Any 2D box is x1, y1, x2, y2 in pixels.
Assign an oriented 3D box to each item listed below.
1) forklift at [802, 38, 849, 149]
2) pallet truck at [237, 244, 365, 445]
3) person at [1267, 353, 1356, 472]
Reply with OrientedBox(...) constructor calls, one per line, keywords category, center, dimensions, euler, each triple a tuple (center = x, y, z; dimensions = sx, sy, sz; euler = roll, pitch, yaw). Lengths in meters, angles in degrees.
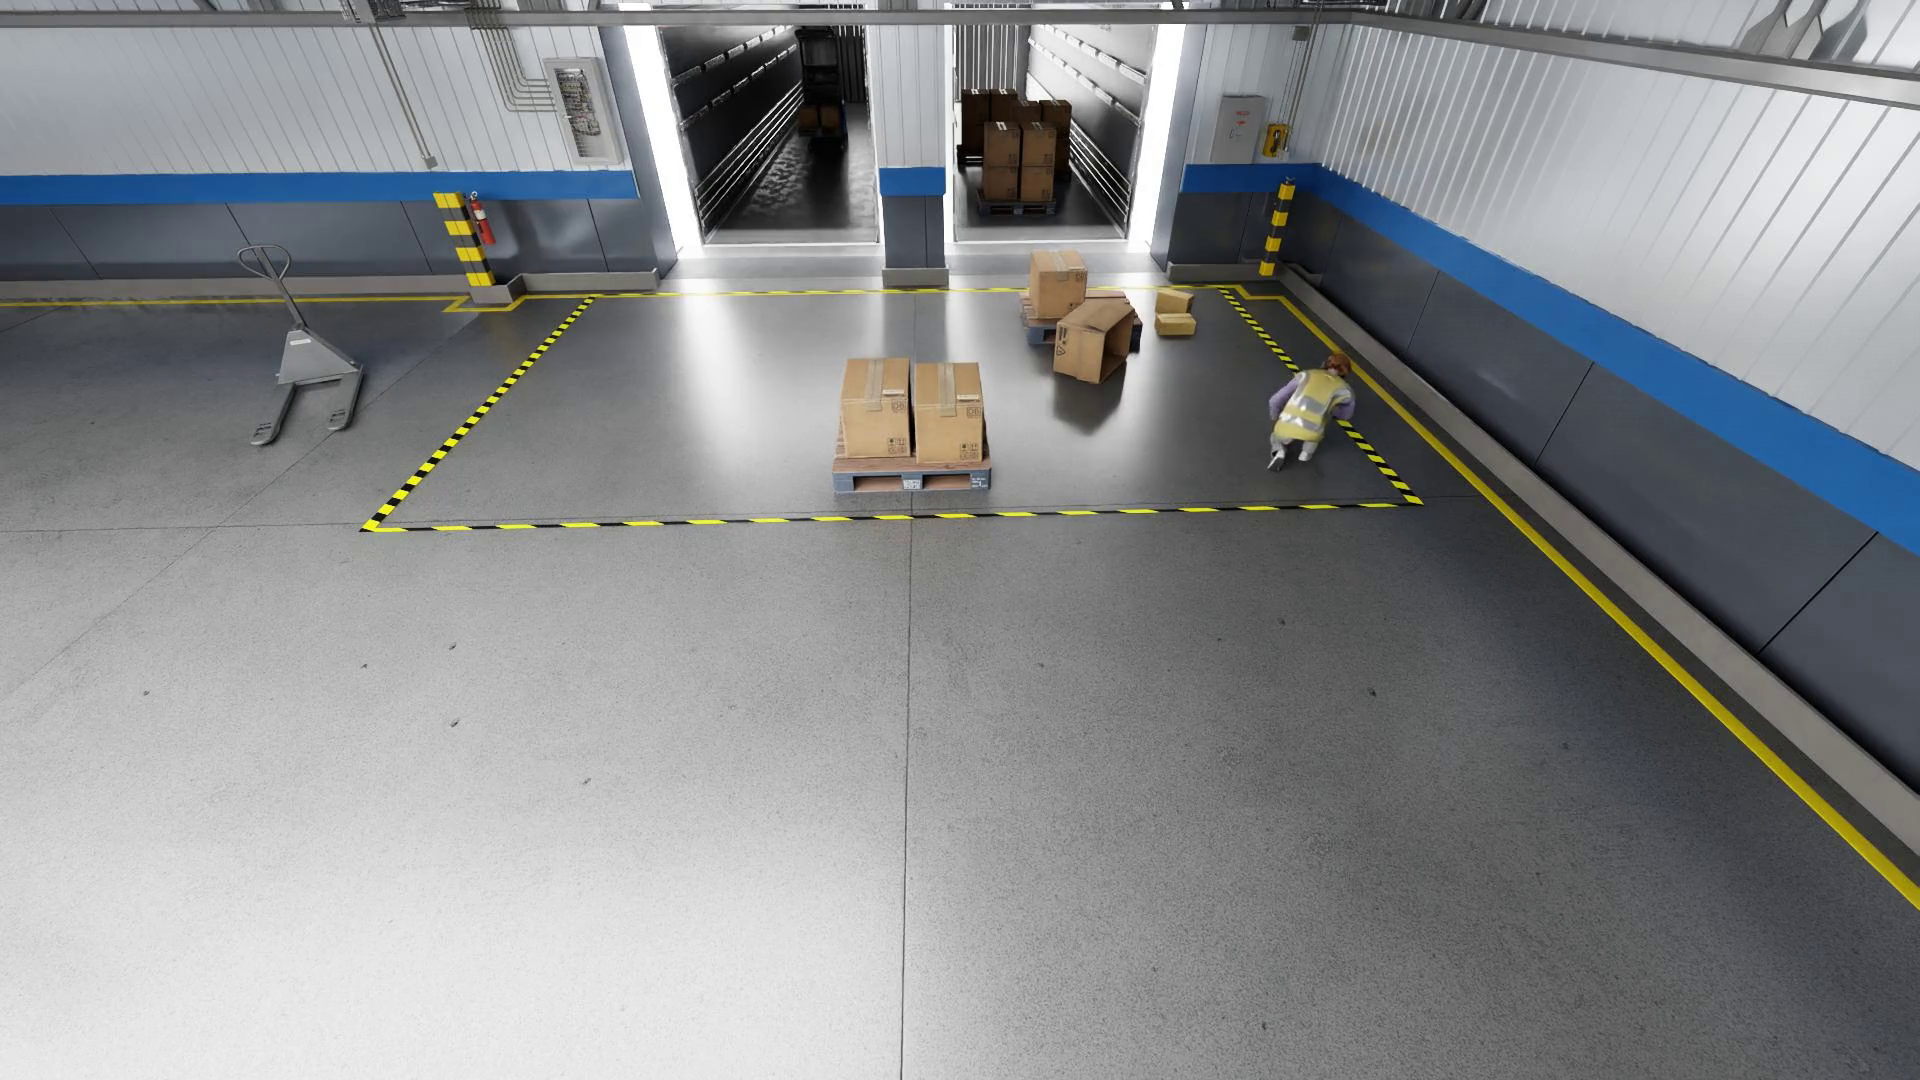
OrientedBox(category="forklift", center=(-2.868, -9.593, 15.626), dimensions=(0.716, 2.013, 0.776), euler=(-1, 38, -1))
OrientedBox(category="pallet truck", center=(-5.915, -1.733, 6.366), dimensions=(0.680, 1.201, 1.601), euler=(-18, 42, -21))
OrientedBox(category="person", center=(2.754, -0.996, 5.832), dimensions=(0.622, 0.823, 0.856), euler=(22, 44, 25))
